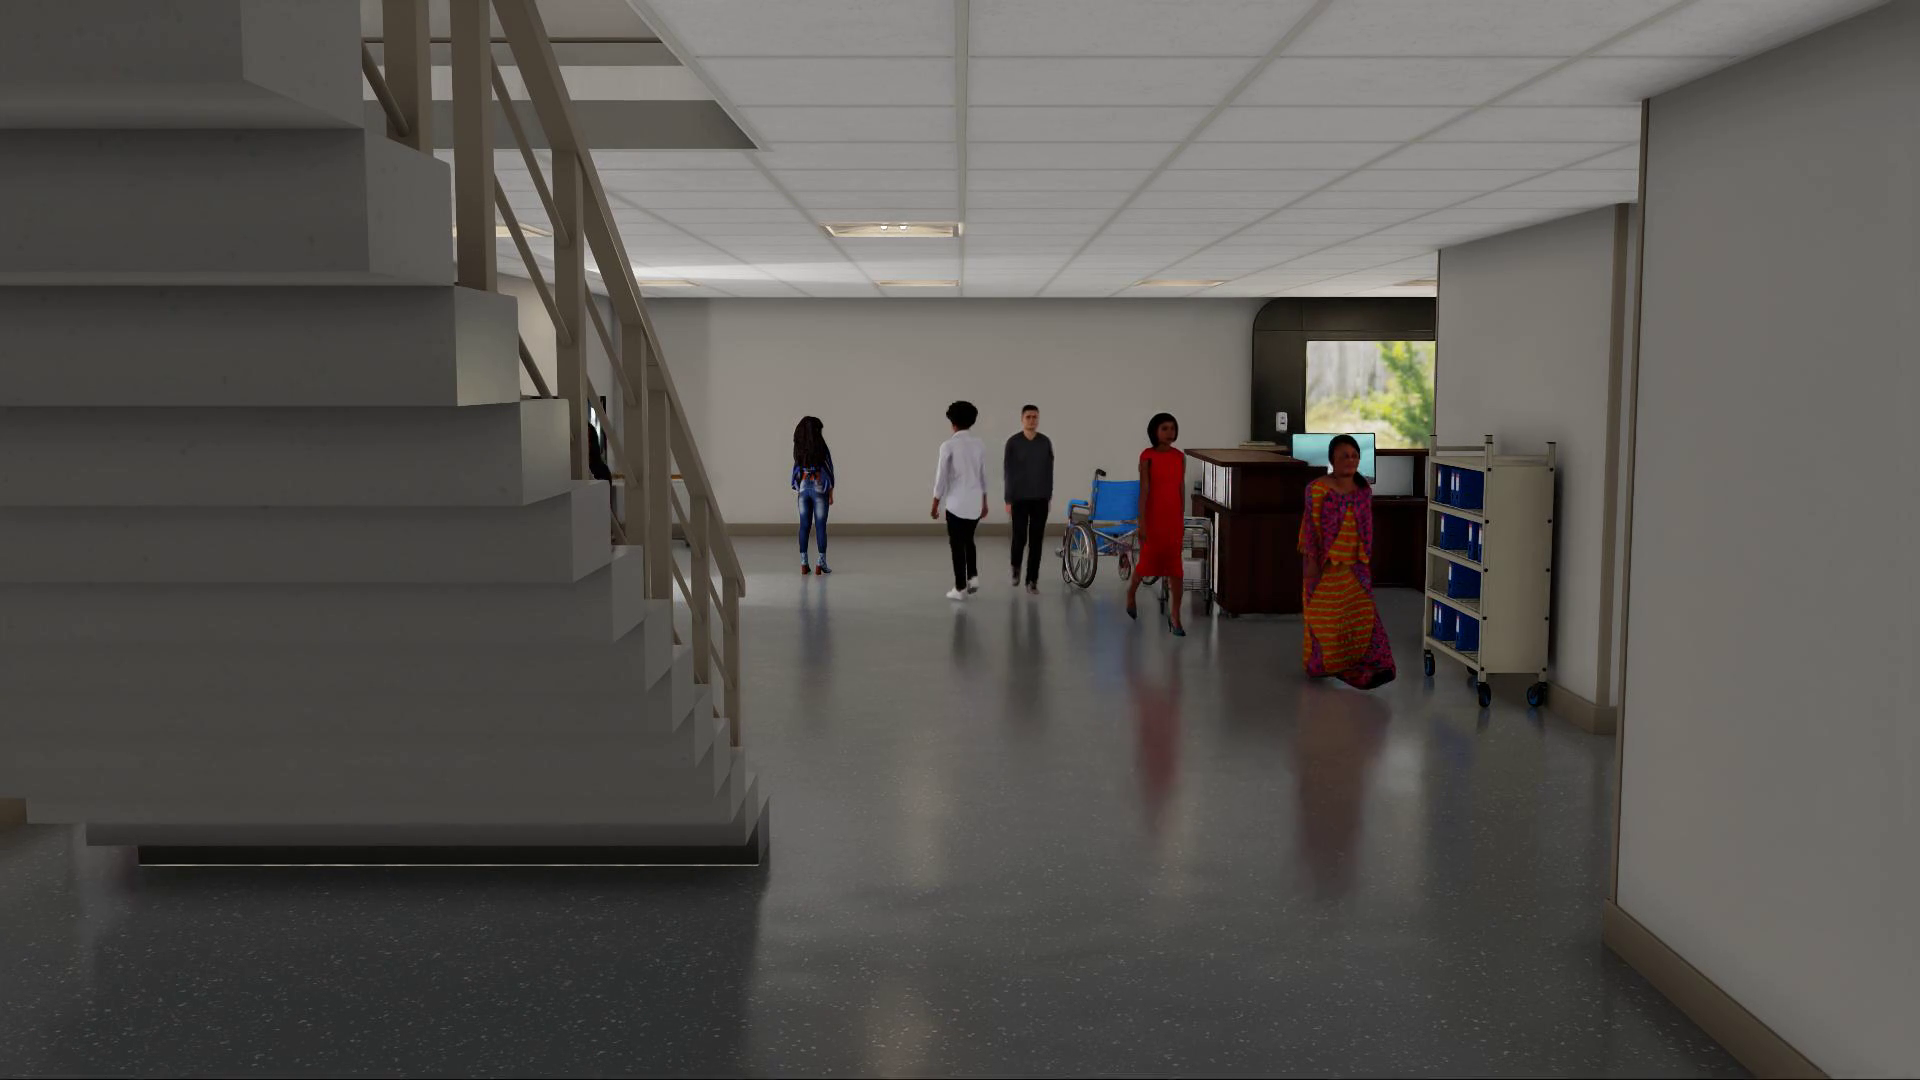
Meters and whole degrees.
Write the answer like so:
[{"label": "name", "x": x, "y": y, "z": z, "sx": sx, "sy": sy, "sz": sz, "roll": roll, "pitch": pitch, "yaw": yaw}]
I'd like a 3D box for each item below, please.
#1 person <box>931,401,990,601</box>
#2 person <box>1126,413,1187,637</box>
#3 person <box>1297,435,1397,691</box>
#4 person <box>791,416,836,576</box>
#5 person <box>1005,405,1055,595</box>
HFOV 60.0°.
[{"label": "person", "x": 0.070, "y": -0.345, "z": 14.972, "sx": 0.769, "sy": 1.795, "sz": 0.785, "roll": -3, "pitch": 7, "yaw": -29}, {"label": "person", "x": 1.539, "y": -0.115, "z": 13.098, "sx": 0.856, "sy": 1.711, "sz": 1.154, "roll": -2, "pitch": 6, "yaw": -21}, {"label": "person", "x": 2.471, "y": 0.135, "z": 10.968, "sx": 0.856, "sy": 1.641, "sz": 1.196, "roll": -1, "pitch": 6, "yaw": -14}, {"label": "person", "x": -1.504, "y": -0.465, "z": 17.044, "sx": 0.688, "sy": 1.619, "sz": 0.669, "roll": 2, "pitch": 6, "yaw": 21}, {"label": "person", "x": 0.642, "y": -0.374, "z": 15.481, "sx": 0.680, "sy": 1.751, "sz": 0.796, "roll": -1, "pitch": 6, "yaw": -8}]
